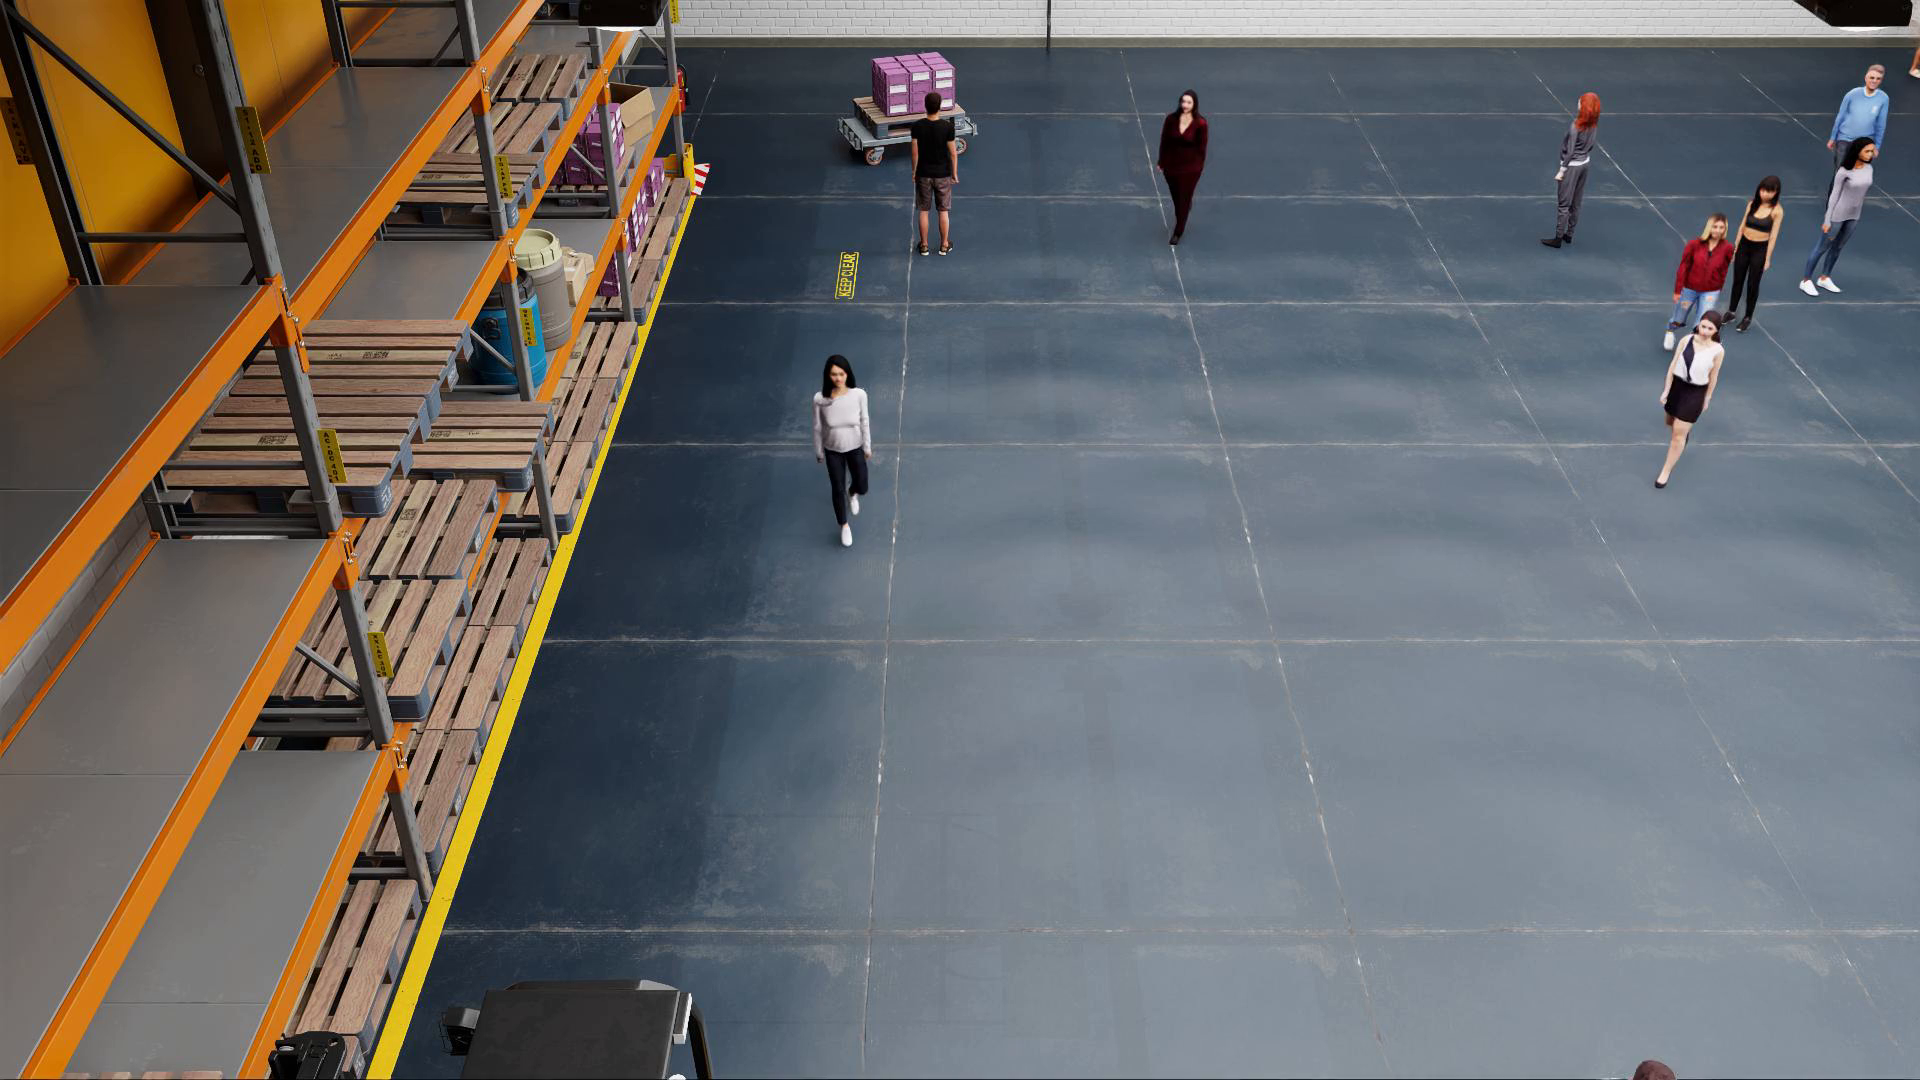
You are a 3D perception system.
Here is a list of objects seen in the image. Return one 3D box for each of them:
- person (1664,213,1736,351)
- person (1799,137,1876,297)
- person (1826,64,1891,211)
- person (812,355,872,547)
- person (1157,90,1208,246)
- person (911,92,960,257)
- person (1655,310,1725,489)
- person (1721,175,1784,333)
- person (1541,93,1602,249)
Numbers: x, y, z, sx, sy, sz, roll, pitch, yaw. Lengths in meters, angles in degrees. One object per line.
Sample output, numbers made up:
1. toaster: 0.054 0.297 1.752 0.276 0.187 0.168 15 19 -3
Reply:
1. person: 7.214 -2.451 16.279 0.785 1.608 1.103 8 35 12
2. person: 9.352 -3.442 17.657 0.662 1.733 0.633 -10 35 -15
3. person: 10.502 -4.704 19.523 0.944 1.768 1.239 11 35 16
4. person: -0.959 -0.791 13.704 0.685 1.693 0.820 -4 34 -7
5. person: 2.548 -4.275 18.938 1.012 1.702 1.240 16 37 23
6. person: -0.302 -4.071 18.486 0.683 1.862 0.570 1 34 2
7. person: 6.351 -1.277 14.496 0.958 1.625 1.065 25 41 32
8. person: 8.121 -2.960 17.015 0.693 1.639 0.623 -26 42 -33
9. person: 6.906 -4.165 18.702 0.657 1.779 0.680 -21 39 -29
